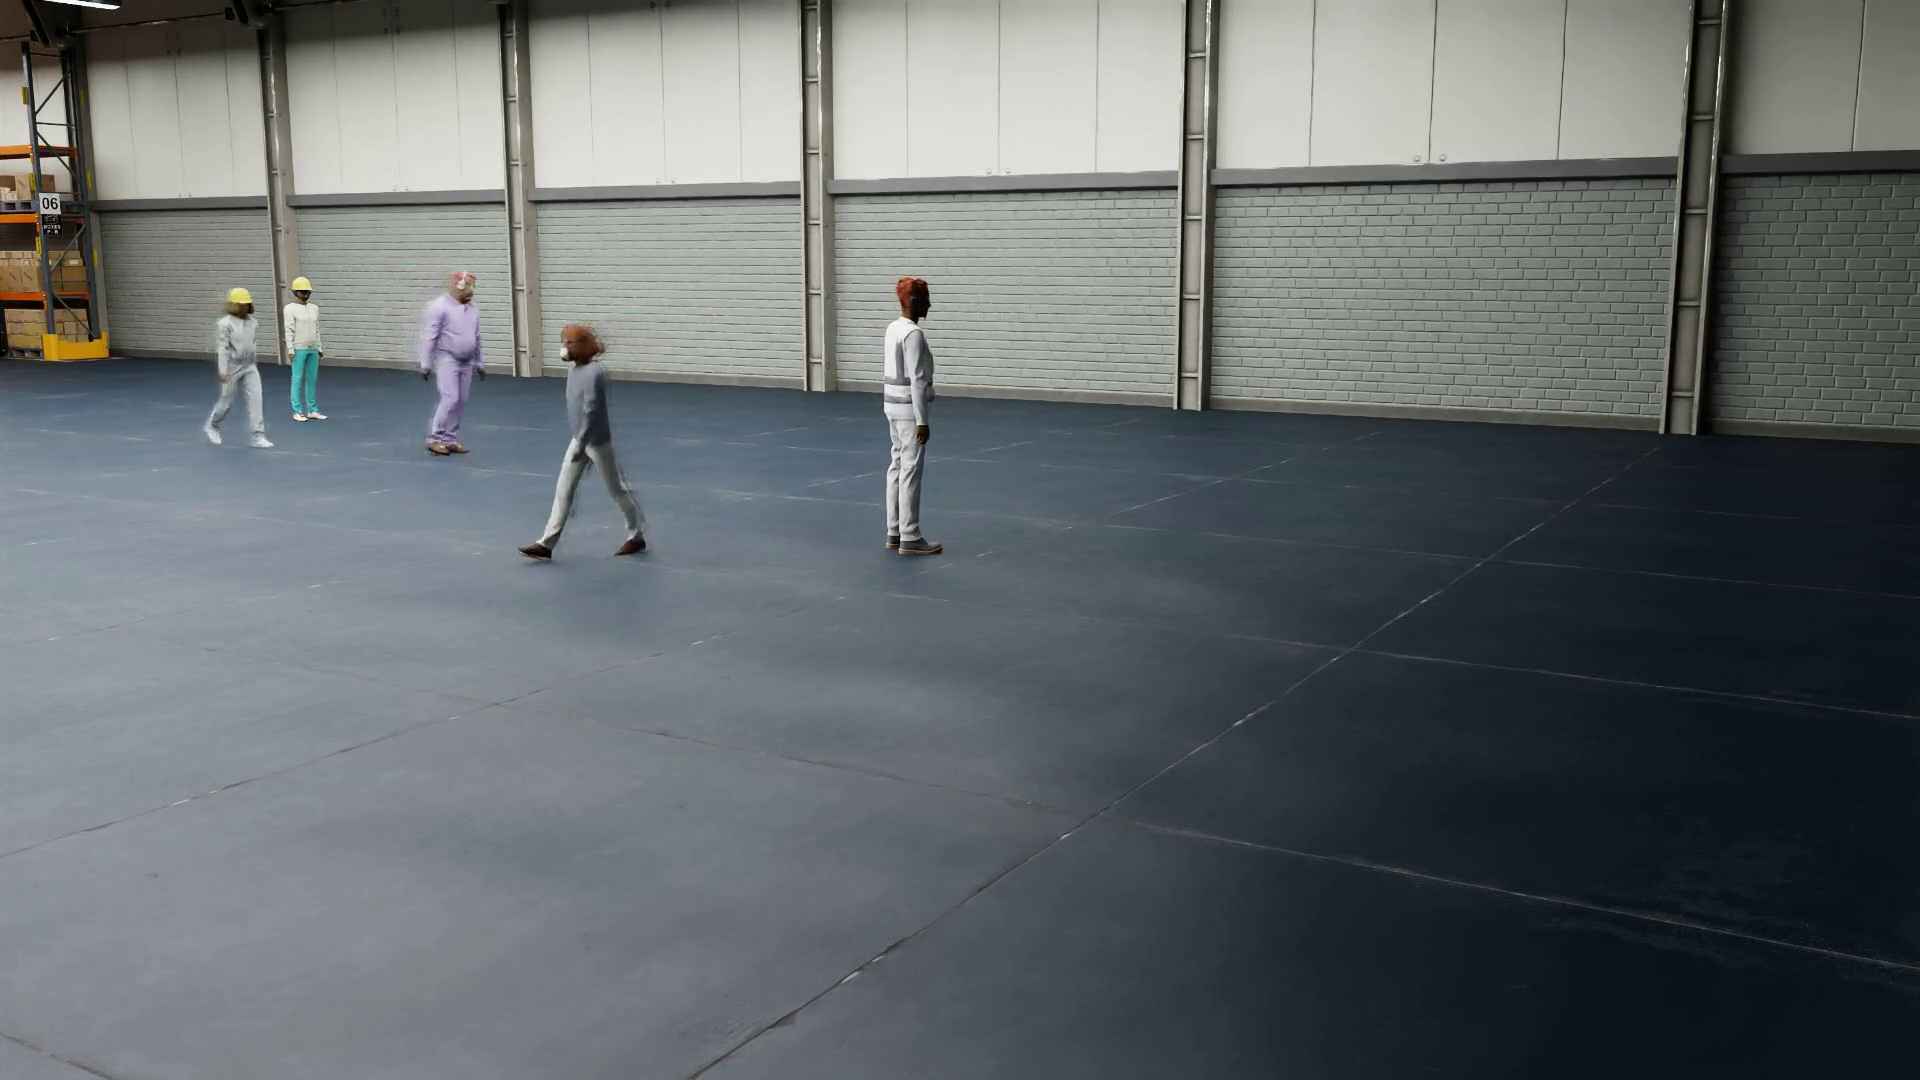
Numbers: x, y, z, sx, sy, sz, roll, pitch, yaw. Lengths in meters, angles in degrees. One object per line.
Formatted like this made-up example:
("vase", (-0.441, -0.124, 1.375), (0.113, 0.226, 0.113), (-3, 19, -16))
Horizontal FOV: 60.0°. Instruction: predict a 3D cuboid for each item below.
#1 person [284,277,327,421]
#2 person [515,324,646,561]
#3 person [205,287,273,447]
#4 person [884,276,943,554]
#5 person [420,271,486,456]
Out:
("person", (-8.056, -2.346, 20.481), (0.314, 1.767, 0.534), (4, 11, 24))
("person", (-2.501, -0.642, 11.062), (0.897, 1.574, 0.503), (-8, 12, -38))
("person", (-7.717, -1.836, 17.687), (0.838, 1.704, 0.495), (5, 11, 29))
("person", (-0.340, -0.846, 11.350), (0.340, 1.883, 0.586), (-4, 10, -20))
("person", (-5.157, -1.802, 16.985), (0.502, 1.870, 0.668), (4, 11, 23))
